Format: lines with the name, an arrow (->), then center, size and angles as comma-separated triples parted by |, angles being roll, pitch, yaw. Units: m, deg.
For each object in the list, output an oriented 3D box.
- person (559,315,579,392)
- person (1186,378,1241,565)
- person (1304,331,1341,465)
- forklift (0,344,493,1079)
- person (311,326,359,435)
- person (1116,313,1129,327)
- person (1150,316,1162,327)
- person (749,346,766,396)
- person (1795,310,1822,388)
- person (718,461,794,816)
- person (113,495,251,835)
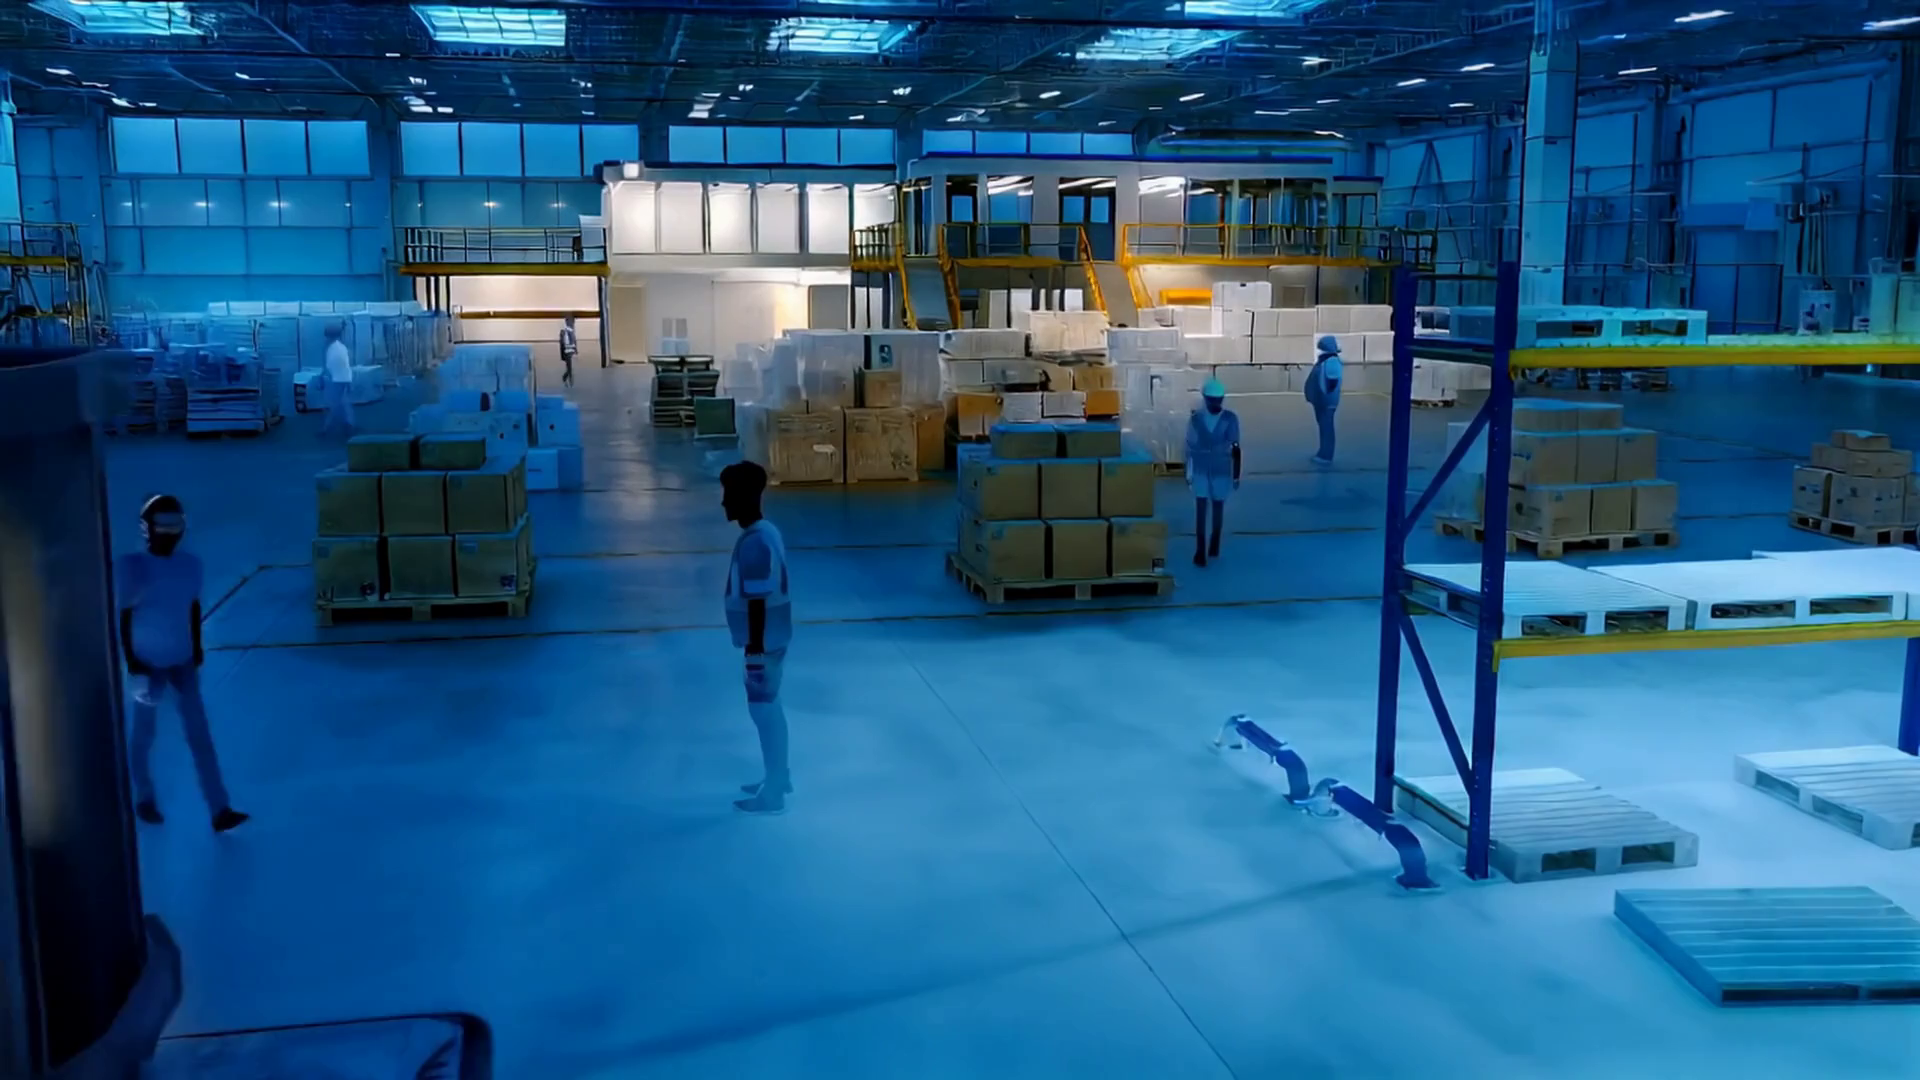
person -> -9.434, -4.479, 39.970 | 0.489, 1.876, 0.620 | 4, 10, 21
person -> 2.578, -0.706, 16.963 | 0.569, 1.879, 1.010 | 2, 10, 13
person -> 5.515, -2.157, 25.322 | 0.537, 2.000, 0.682 | 1, 9, 4
forklift -> -2.020, 0.986, 3.615 | 1.873, 2.768, 1.129 | -2, 10, -12
person -> -11.270, -2.857, 29.887 | 0.652, 1.938, 1.019 | 8, 12, 41
person -> 4.188, -4.898, 42.646 | 0.346, 1.840, 0.505 | -9, 13, -42
person -> 4.235, -3.882, 36.154 | 0.547, 1.938, 0.379 | 6, 11, 34
person -> -3.185, -2.270, 26.923 | 0.487, 1.744, 0.297 | -4, 10, -22
person -> 21.254, -4.795, 41.727 | 0.612, 1.928, 0.629 | 4, 10, 21
person -> -1.119, 0.540, 9.181 | 0.391, 1.948, 0.605 | 0, 9, -2
person -> -4.161, 0.673, 8.778 | 0.994, 1.816, 0.510 | 8, 12, 40
